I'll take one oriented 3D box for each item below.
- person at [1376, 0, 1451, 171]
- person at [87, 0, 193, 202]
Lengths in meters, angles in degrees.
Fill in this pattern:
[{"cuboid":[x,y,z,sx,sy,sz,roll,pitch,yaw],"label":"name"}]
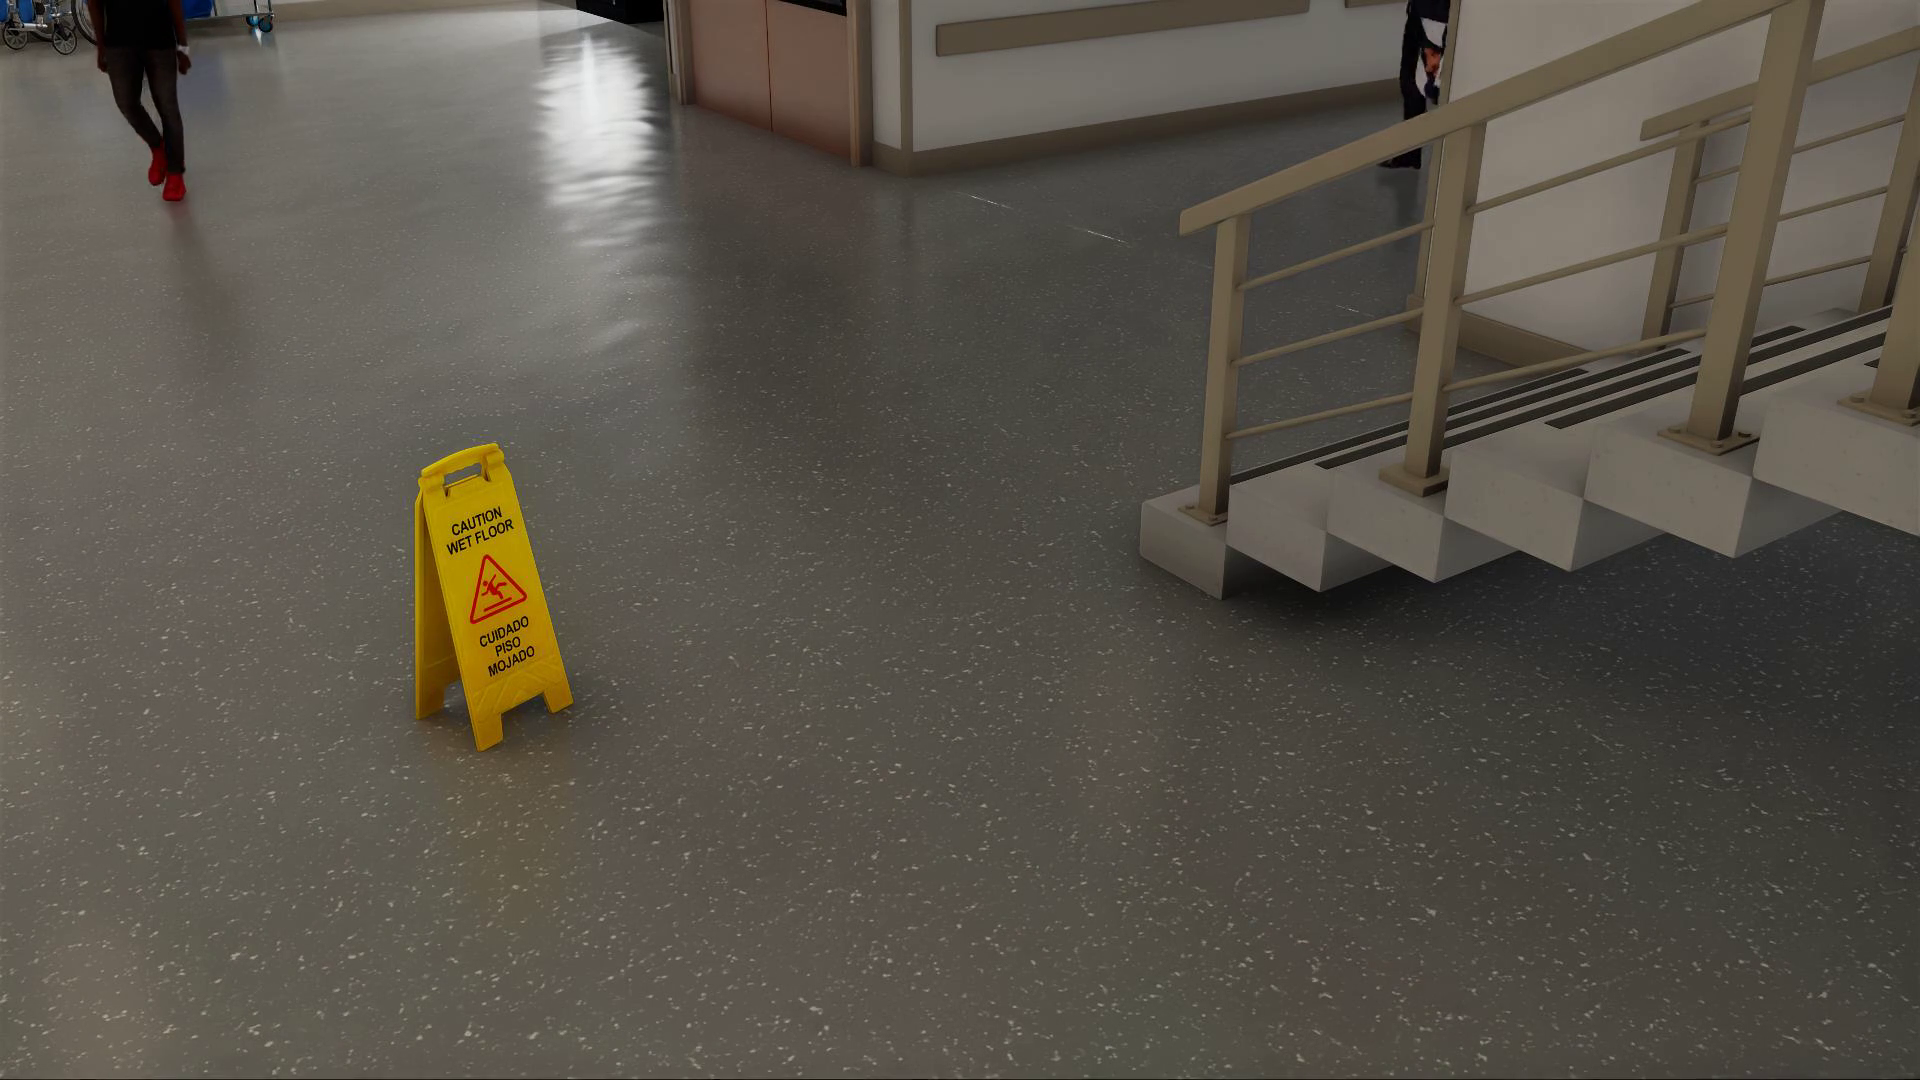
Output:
[{"cuboid":[2.964,-3.182,10.118,0.917,1.878,0.926,-7,27,-15],"label":"person"},{"cuboid":[-4.723,-2.903,9.630,0.798,1.798,0.864,-6,26,-12],"label":"person"}]
